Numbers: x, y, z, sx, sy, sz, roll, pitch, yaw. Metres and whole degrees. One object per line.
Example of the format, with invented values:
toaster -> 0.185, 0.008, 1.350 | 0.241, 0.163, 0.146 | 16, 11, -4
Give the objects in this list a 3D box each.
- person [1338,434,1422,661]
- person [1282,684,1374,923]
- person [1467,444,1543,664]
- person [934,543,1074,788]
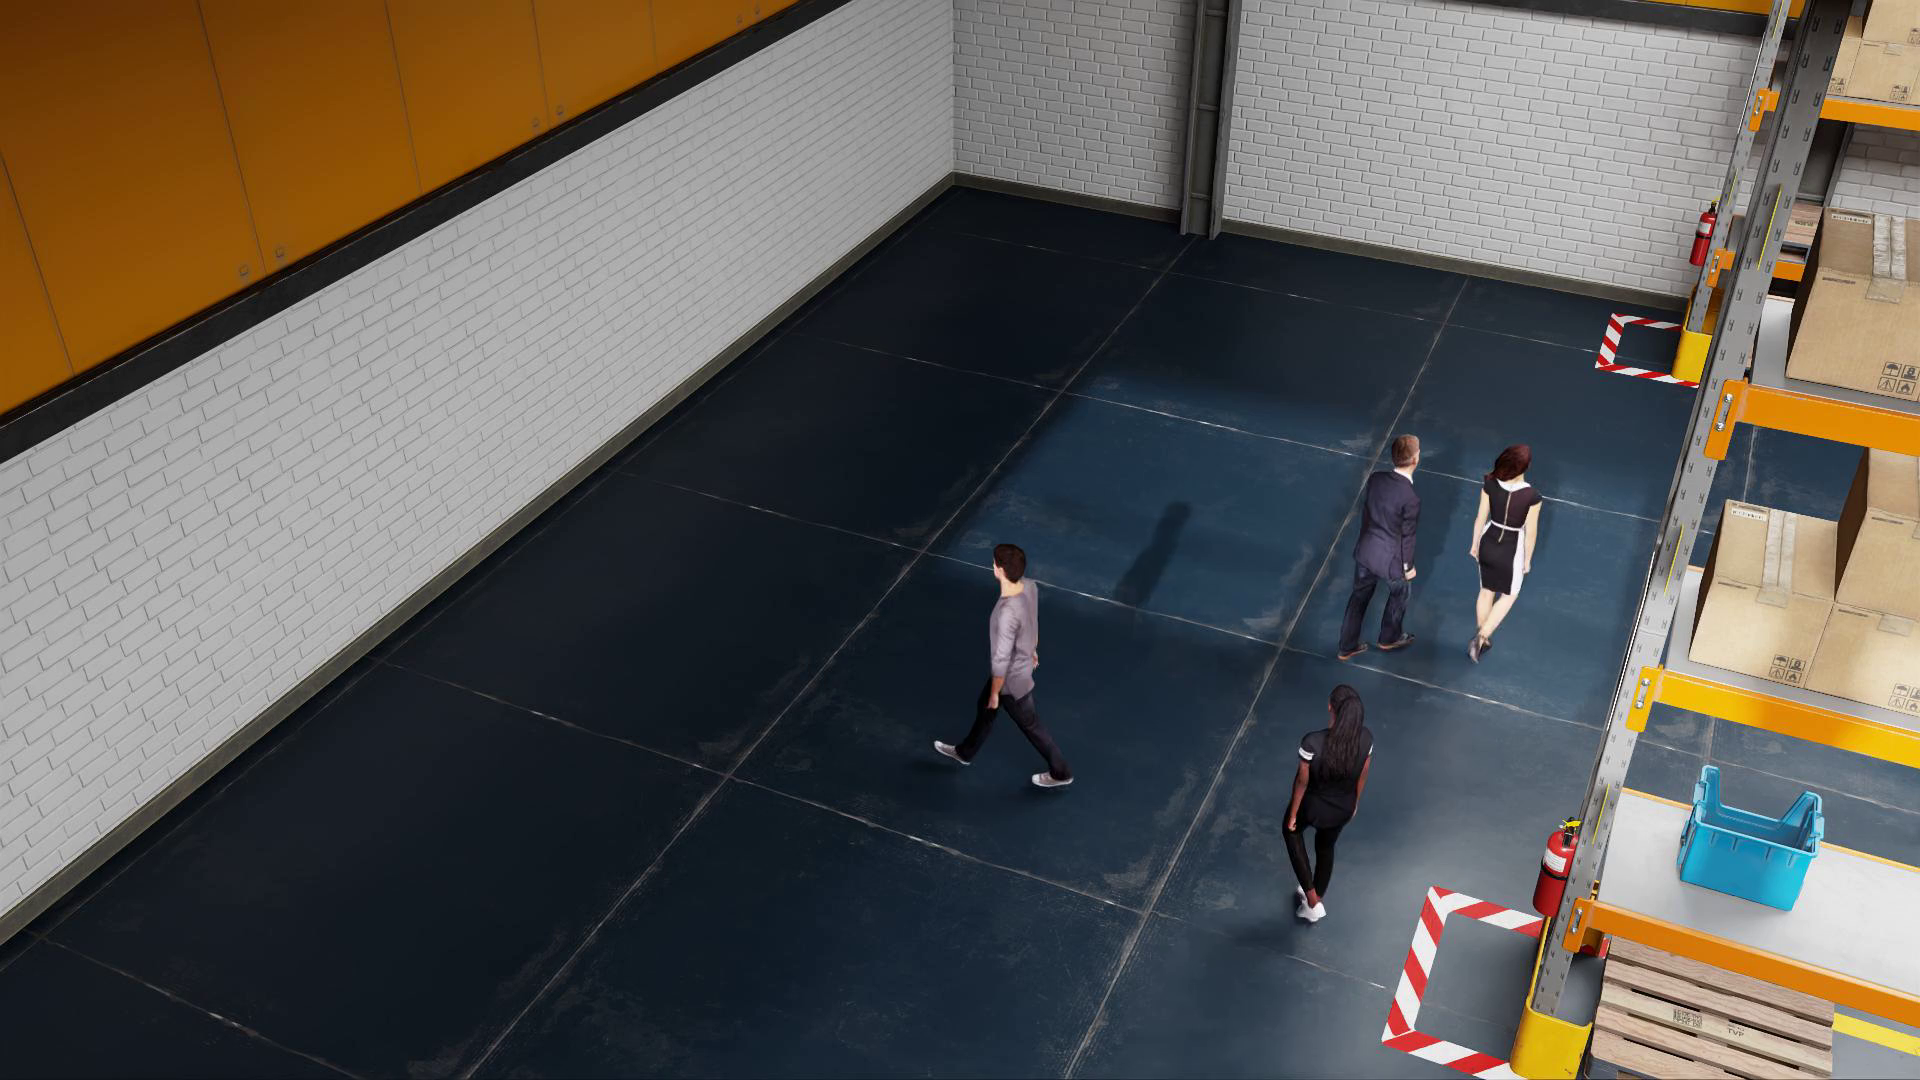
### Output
person -> 2.961, 0.115, 11.876 | 1.021, 1.786, 0.978 | -15, 37, -22
person -> 2.154, 1.612, 9.678 | 0.803, 1.725, 0.863 | -7, 34, -10
person -> 3.817, 0.155, 11.814 | 0.787, 1.788, 0.749 | 23, 40, 30
person -> 0.431, 0.884, 10.713 | 1.264, 1.793, 0.865 | 8, 34, 12
